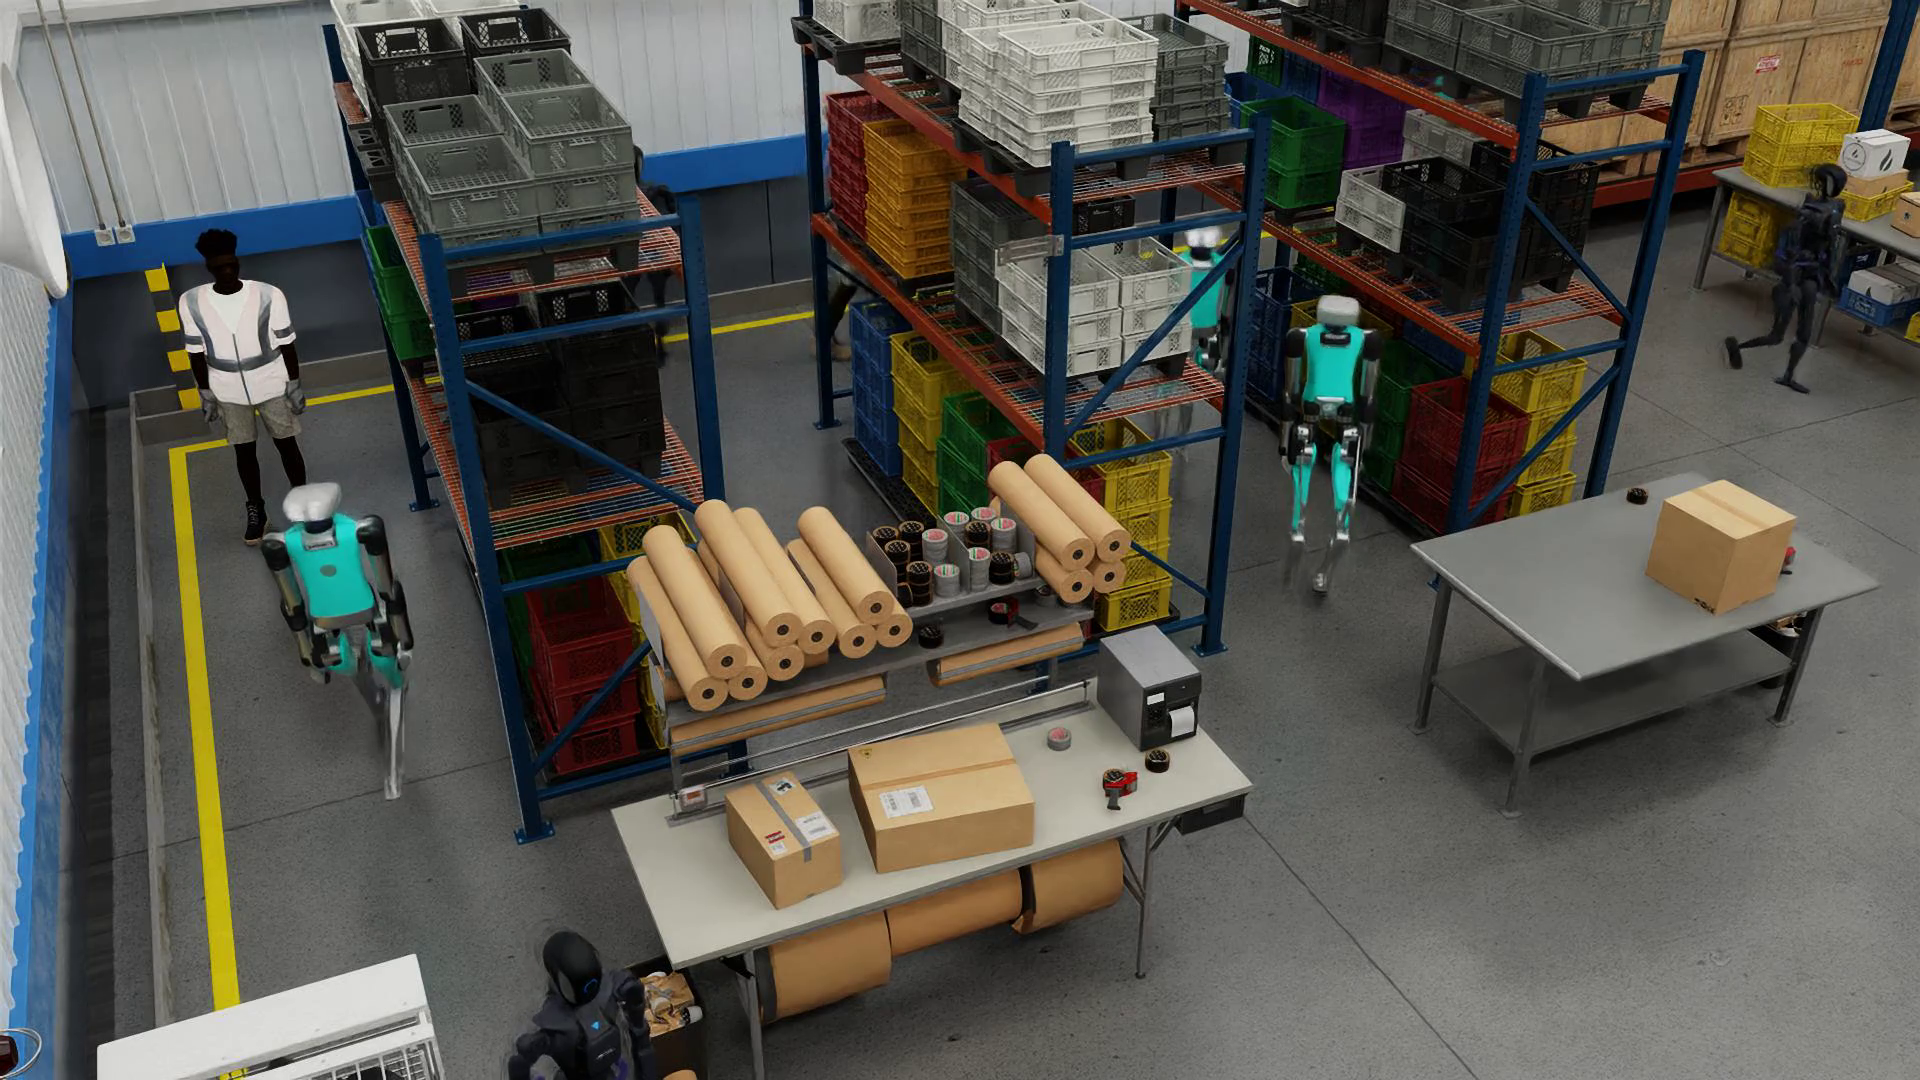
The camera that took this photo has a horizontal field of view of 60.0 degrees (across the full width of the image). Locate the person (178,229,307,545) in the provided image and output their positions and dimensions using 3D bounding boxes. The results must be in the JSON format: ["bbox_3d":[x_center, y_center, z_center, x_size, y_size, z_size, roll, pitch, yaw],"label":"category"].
[{"bbox_3d":[-4.183,-0.896,9.809,0.605,1.966,0.368,-8,33,-13],"label":"person"}]

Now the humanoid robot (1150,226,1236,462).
[{"bbox_3d":[1.444,-1.238,10.602,0.548,1.795,0.795,1,32,2],"label":"humanoid robot"}]

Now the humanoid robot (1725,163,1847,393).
[{"bbox_3d":[5.862,-1.869,11.683,0.584,1.639,0.618,-20,37,-29],"label":"humanoid robot"}]

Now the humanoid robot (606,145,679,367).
[{"bbox_3d":[-2.270,-2.015,11.906,0.601,1.655,0.329,-5,32,-8],"label":"humanoid robot"}]

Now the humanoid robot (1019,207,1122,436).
[{"bbox_3d":[0.677,-1.413,10.859,0.925,1.742,0.553,25,40,35],"label":"humanoid robot"}]

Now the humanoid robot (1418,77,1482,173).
[{"bbox_3d":[4.168,-3.325,13.995,0.530,1.793,0.798,23,38,32],"label":"humanoid robot"}]

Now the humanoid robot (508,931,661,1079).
[{"bbox_3d":[-1.272,1.927,5.561,0.817,1.627,0.589,23,39,33],"label":"humanoid robot"}]

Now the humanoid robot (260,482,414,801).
[{"bbox_3d":[-2.897,0.376,8.001,0.554,1.804,0.914,-8,32,-12],"label":"humanoid robot"}]

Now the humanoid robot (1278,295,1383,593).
[{"bbox_3d":[2.033,-0.420,9.268,0.542,1.800,0.826,3,32,5],"label":"humanoid robot"}]

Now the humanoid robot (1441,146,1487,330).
[{"bbox_3d":[3.653,-2.078,12.033,0.613,1.629,0.683,-12,34,-19],"label":"humanoid robot"}]

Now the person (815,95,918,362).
[{"bbox_3d":[-0.598,-2.189,11.881,1.036,1.984,0.631,1,32,1],"label":"person"}]
